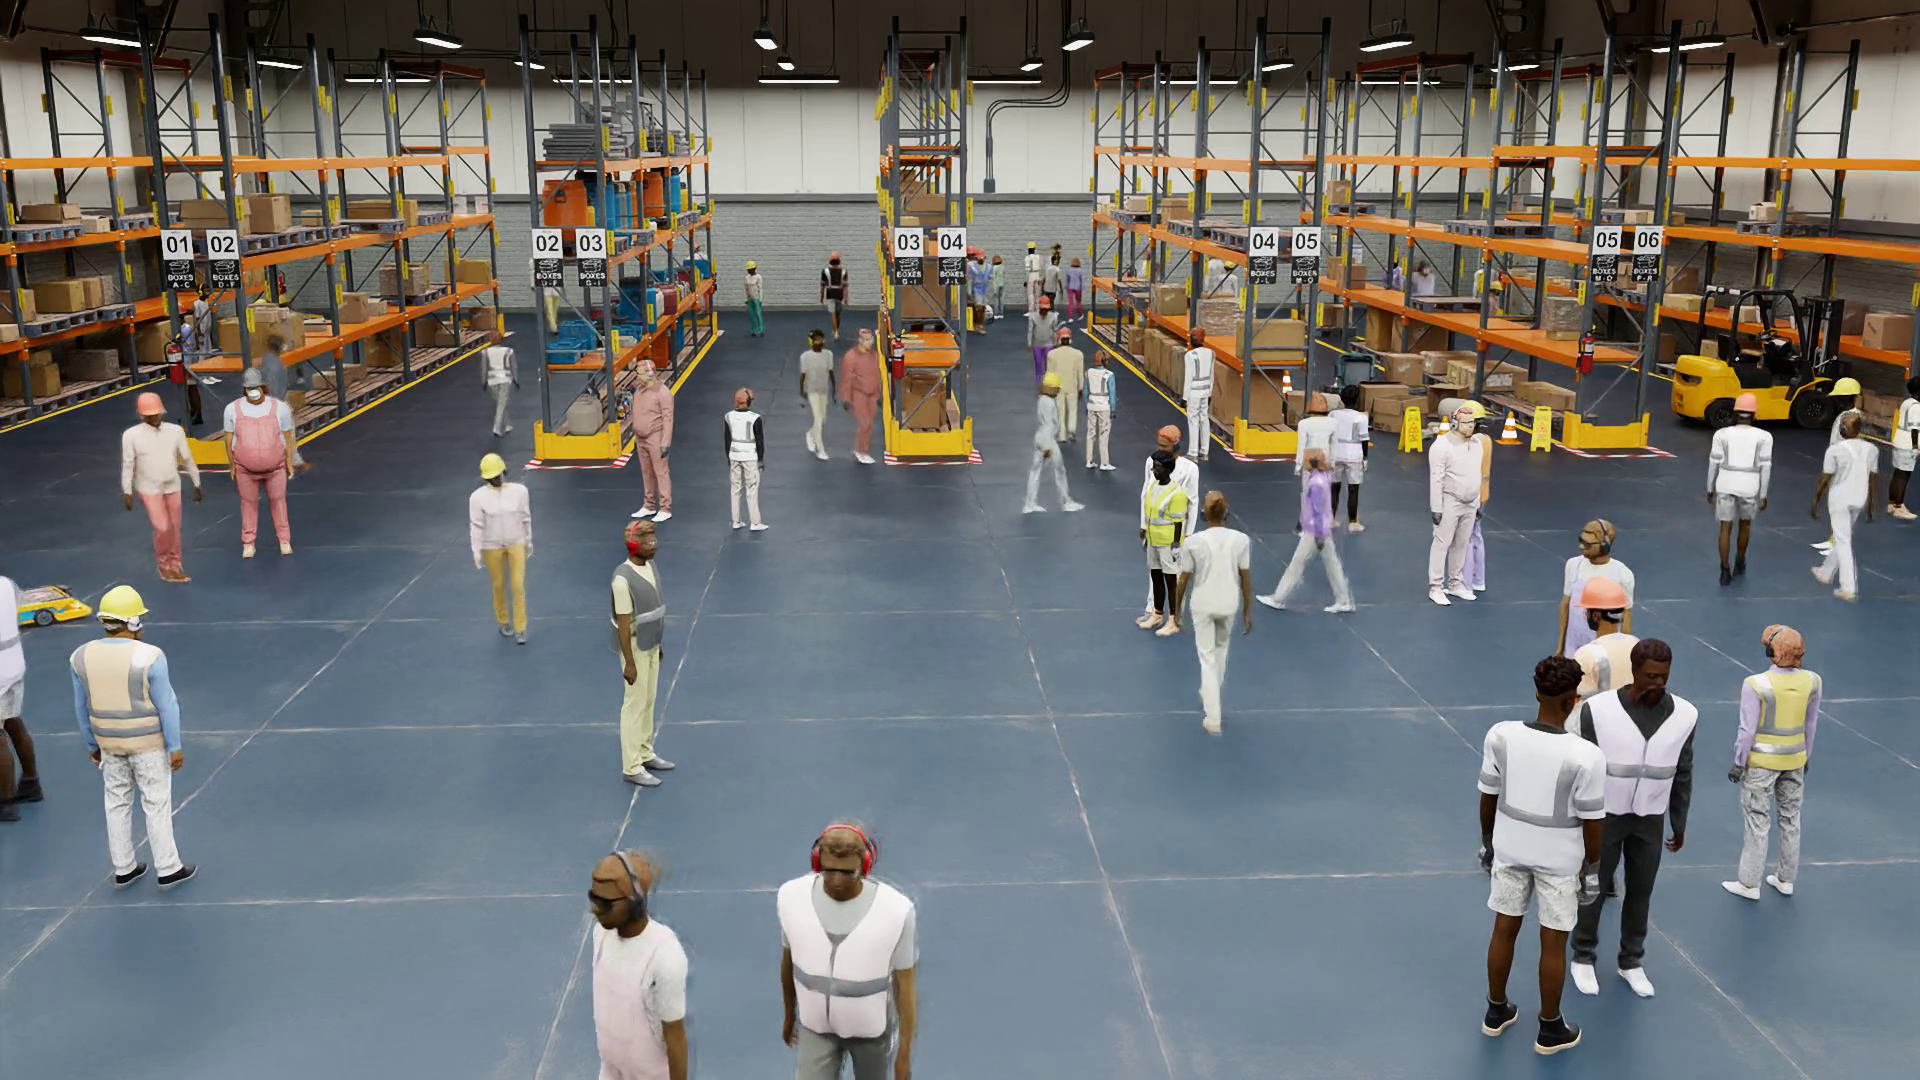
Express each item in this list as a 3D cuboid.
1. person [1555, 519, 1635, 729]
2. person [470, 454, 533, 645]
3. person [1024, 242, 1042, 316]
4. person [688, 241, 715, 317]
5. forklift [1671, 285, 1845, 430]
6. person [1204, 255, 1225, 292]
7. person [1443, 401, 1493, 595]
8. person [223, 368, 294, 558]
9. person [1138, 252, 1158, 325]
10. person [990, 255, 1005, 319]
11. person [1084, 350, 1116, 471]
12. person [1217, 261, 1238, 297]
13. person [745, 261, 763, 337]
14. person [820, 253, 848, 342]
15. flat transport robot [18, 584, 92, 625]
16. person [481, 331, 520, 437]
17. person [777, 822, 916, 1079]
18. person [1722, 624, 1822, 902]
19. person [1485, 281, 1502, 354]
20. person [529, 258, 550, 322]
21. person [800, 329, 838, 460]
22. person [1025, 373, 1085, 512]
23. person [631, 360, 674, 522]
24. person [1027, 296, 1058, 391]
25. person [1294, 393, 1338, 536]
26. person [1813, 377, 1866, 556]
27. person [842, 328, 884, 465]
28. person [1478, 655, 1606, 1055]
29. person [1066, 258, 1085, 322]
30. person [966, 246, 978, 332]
[{"bbox_3d":[4.374,0.748,11.525,0.342,1.841,0.506,-11,17,-38],"label":"person"},{"bbox_3d":[-4.013,0.076,14.625,0.554,1.713,0.773,-5,14,-21],"label":"person"},{"bbox_3d":[1.870,-6.797,43.307,0.373,1.923,0.595,11,17,40],"label":"person"},{"bbox_3d":[-6.660,-6.727,42.937,0.818,1.962,0.464,-8,16,-31],"label":"person"},{"bbox_3d":[12.503,-2.886,26.166,2.313,2.155,1.214,-1,13,-3],"label":"forklift"},{"bbox_3d":[6.168,-6.159,40.652,0.651,1.904,0.403,-12,18,-42],"label":"person"},{"bbox_3d":[4.967,-0.406,16.267,0.390,1.916,0.584,10,17,38],"label":"person"},{"bbox_3d":[-7.469,-0.828,17.774,0.676,2.000,0.536,-6,14,-22],"label":"person"},{"bbox_3d":[4.613,-6.211,40.971,0.480,1.854,0.599,0,13,0],"label":"person"},{"bbox_3d":[0.954,-6.482,42.620,0.286,1.628,0.506,11,17,39],"label":"person"},{"bbox_3d":[1.901,-1.761,22.594,0.523,1.636,0.310,12,18,42],"label":"person"},{"bbox_3d":[6.188,-5.560,38.409,0.523,1.769,0.313,10,16,36],"label":"person"},{"bbox_3d":[-4.784,-5.570,38.483,0.532,1.752,0.342,10,16,35],"label":"person"},{"bbox_3d":[-2.832,-5.516,37.782,0.619,1.989,1.094,-4,14,-17],"label":"person"},{"bbox_3d":[-8.838,0.665,15.240,1.431,0.197,0.652,-12,18,-42],"label":"flat transport robot"},{"bbox_3d":[-7.009,-2.386,25.312,0.528,1.597,0.837,1,13,3],"label":"person"},{"bbox_3d":[-0.466,1.954,6.543,0.594,1.780,0.970,3,14,11],"label":"person"},{"bbox_3d":[4.711,1.294,9.645,0.521,1.639,0.311,-3,14,-13],"label":"person"},{"bbox_3d":[10.463,-4.229,32.812,0.361,1.756,0.561,4,14,17],"label":"person"},{"bbox_3d":[-10.436,-6.412,41.587,0.610,1.995,0.744,-4,14,-15],"label":"person"},{"bbox_3d":[-2.039,-2.093,23.580,0.511,1.840,0.820,-8,15,-30],"label":"person"},{"bbox_3d":[1.130,-1.157,19.898,0.769,1.701,0.491,-3,14,-14],"label":"person"},{"bbox_3d":[-3.630,-1.166,19.510,0.639,1.902,0.406,12,18,42],"label":"person"},{"bbox_3d":[1.473,-3.492,29.732,0.566,1.724,0.684,1,13,3],"label":"person"},{"bbox_3d":[3.997,-0.836,18.682,0.505,1.632,0.269,-4,14,-15],"label":"person"},{"bbox_3d":[9.445,-0.784,17.837,0.386,1.922,0.594,4,14,18],"label":"person"},{"bbox_3d":[-1.293,-1.969,22.925,0.466,1.888,0.652,11,17,40],"label":"person"},{"bbox_3d":[2.805,1.507,8.046,0.614,1.962,0.366,12,18,42],"label":"person"},{"bbox_3d":[2.908,-6.300,41.909,0.520,1.579,0.845,4,14,18],"label":"person"},{"bbox_3d":[0.235,-5.981,39.635,0.395,2.036,0.601,5,14,18],"label":"person"}]
